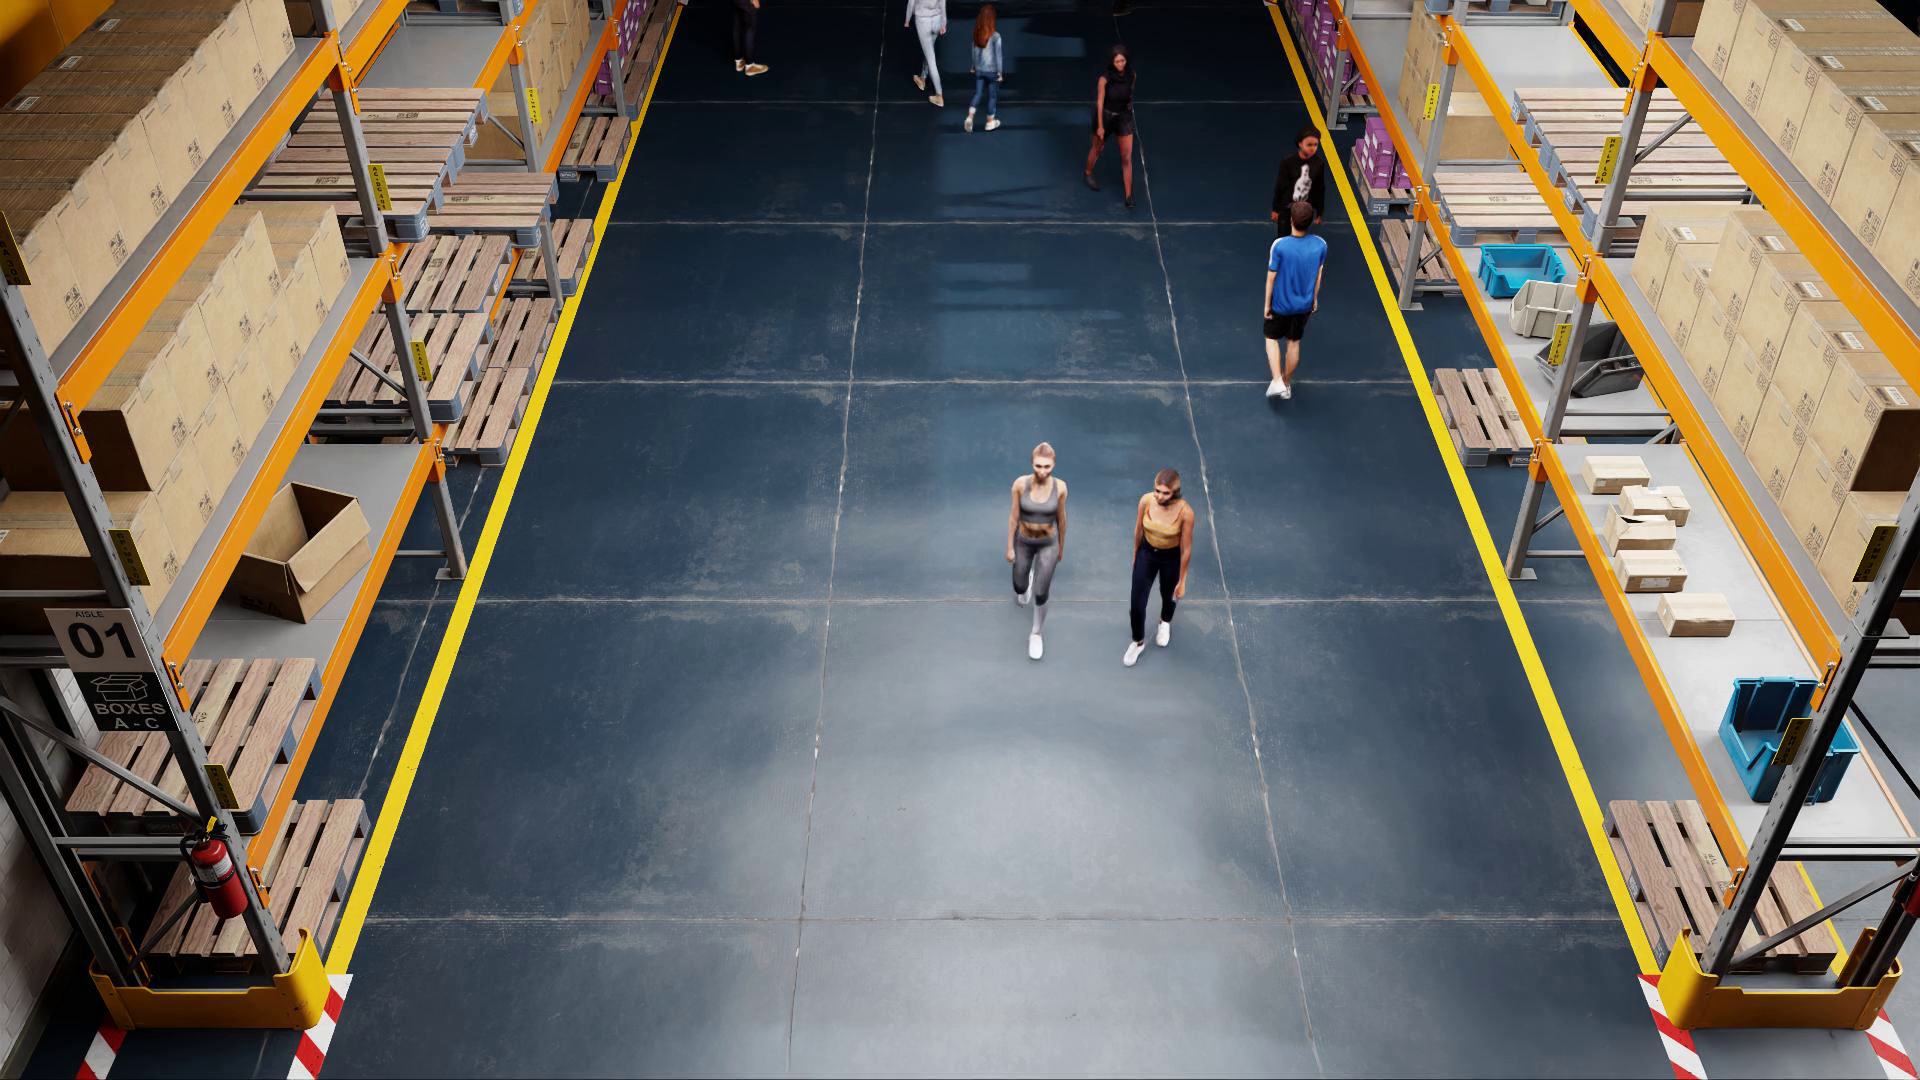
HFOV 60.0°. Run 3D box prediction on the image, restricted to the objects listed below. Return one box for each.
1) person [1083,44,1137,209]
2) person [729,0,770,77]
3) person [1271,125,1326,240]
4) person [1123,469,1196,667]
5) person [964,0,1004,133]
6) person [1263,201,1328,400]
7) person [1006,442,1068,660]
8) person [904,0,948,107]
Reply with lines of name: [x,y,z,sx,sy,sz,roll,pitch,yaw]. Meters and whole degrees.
person: [1.535,-4.319,17.175,0.923,1.689,1.288,-17,42,-20]
person: [-2.591,-6.460,19.698,0.805,1.887,0.710,-24,44,-27]
person: [3.162,-3.171,15.756,0.647,1.665,0.664,-3,39,-4]
person: [1.442,0.106,11.701,0.789,1.605,0.908,14,41,17]
person: [0.251,-5.195,18.451,0.820,1.464,0.915,24,45,27]
person: [2.829,-1.969,14.101,0.682,1.853,0.834,-2,39,-3]
person: [0.532,0.000,11.763,0.600,1.693,0.917,2,39,3]
person: [-0.320,-5.812,18.988,0.910,1.760,1.080,-21,43,-24]
